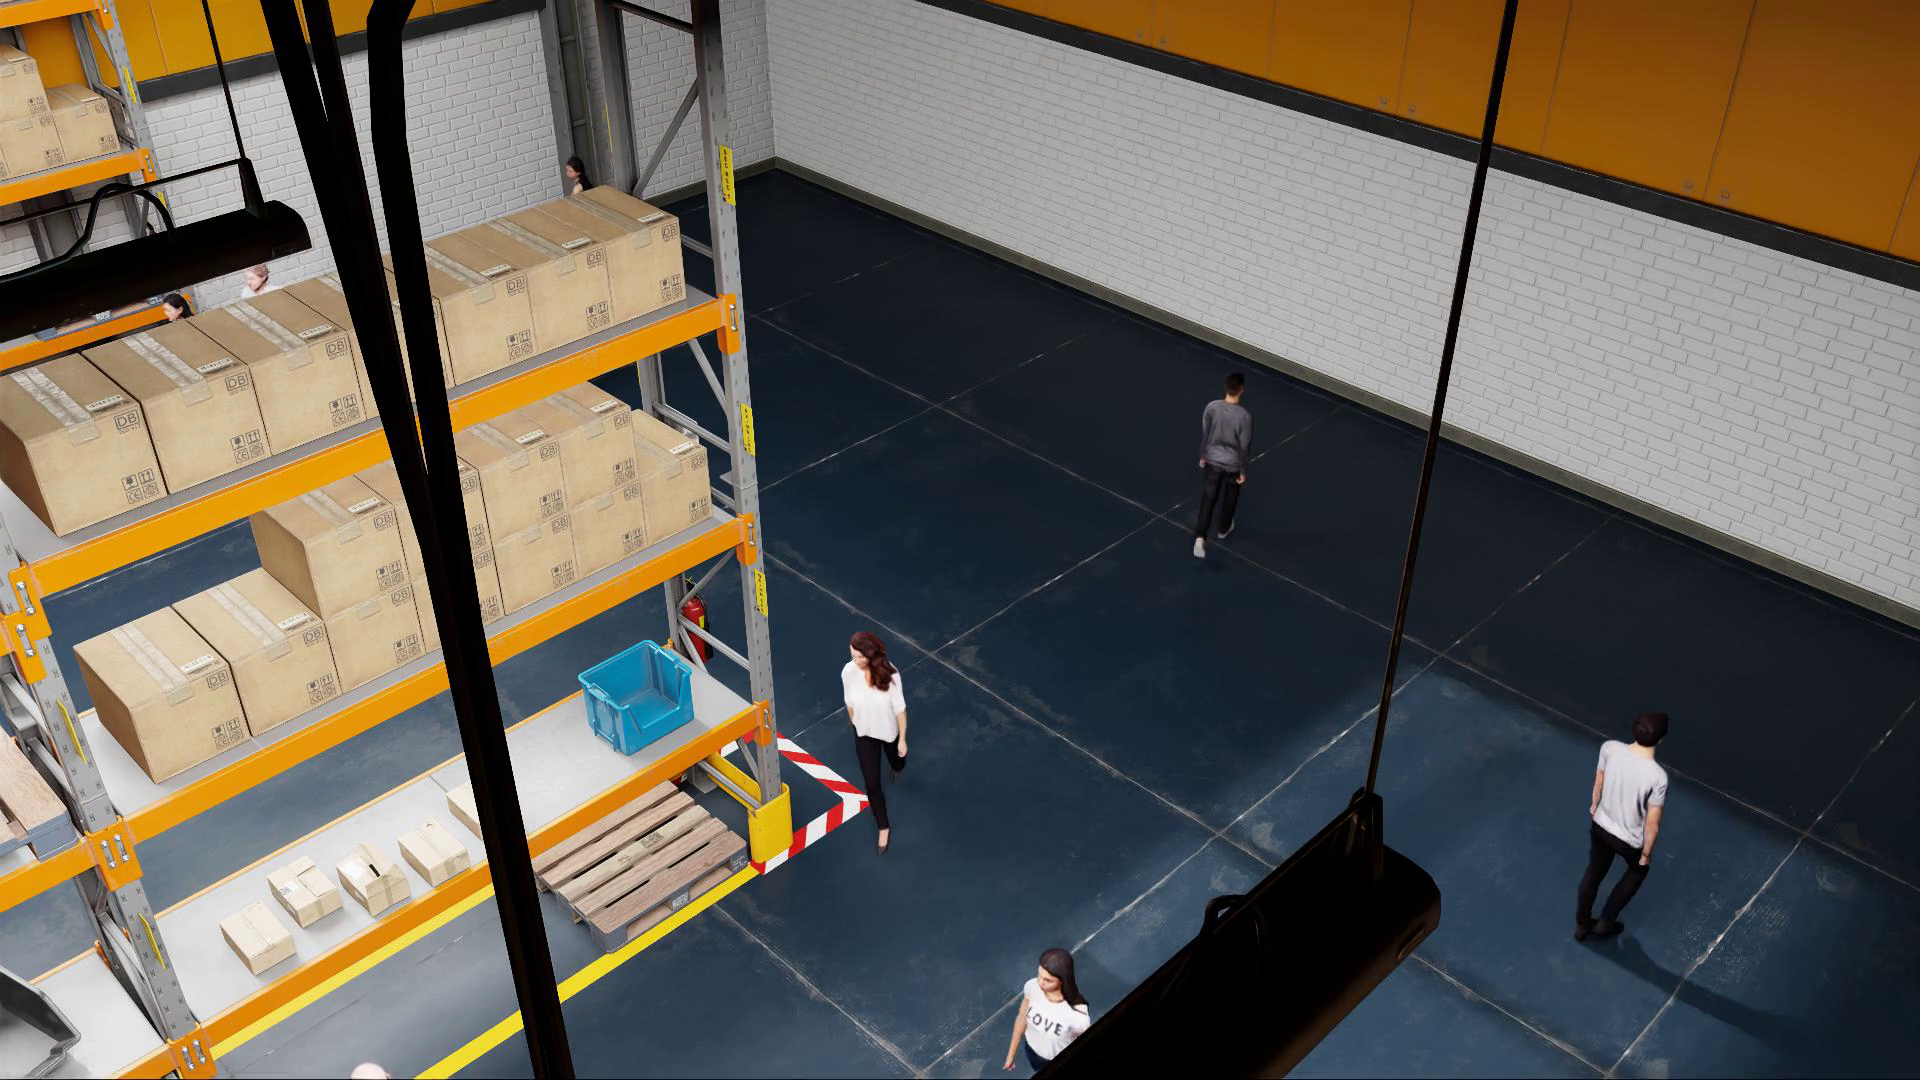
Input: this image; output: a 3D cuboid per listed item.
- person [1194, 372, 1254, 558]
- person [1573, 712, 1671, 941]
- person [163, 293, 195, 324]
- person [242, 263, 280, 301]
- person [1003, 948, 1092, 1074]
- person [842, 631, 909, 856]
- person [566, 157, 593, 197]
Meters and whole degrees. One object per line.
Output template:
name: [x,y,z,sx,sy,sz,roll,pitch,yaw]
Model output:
person: [2.290,-0.641,14.602,0.864,1.737,1.138,15,36,21]
person: [4.184,1.897,10.679,0.687,1.854,0.749,-21,39,-28]
person: [-7.253,-1.594,16.045,1.062,1.727,1.253,6,34,8]
person: [-6.685,-1.940,16.426,0.811,1.881,0.877,10,35,15]
person: [0.581,2.884,9.311,0.624,1.723,1.102,28,43,35]
person: [-0.549,1.304,11.663,1.061,1.752,1.159,0,34,0]
person: [-4.216,-3.510,18.896,0.916,1.761,0.828,8,35,12]
